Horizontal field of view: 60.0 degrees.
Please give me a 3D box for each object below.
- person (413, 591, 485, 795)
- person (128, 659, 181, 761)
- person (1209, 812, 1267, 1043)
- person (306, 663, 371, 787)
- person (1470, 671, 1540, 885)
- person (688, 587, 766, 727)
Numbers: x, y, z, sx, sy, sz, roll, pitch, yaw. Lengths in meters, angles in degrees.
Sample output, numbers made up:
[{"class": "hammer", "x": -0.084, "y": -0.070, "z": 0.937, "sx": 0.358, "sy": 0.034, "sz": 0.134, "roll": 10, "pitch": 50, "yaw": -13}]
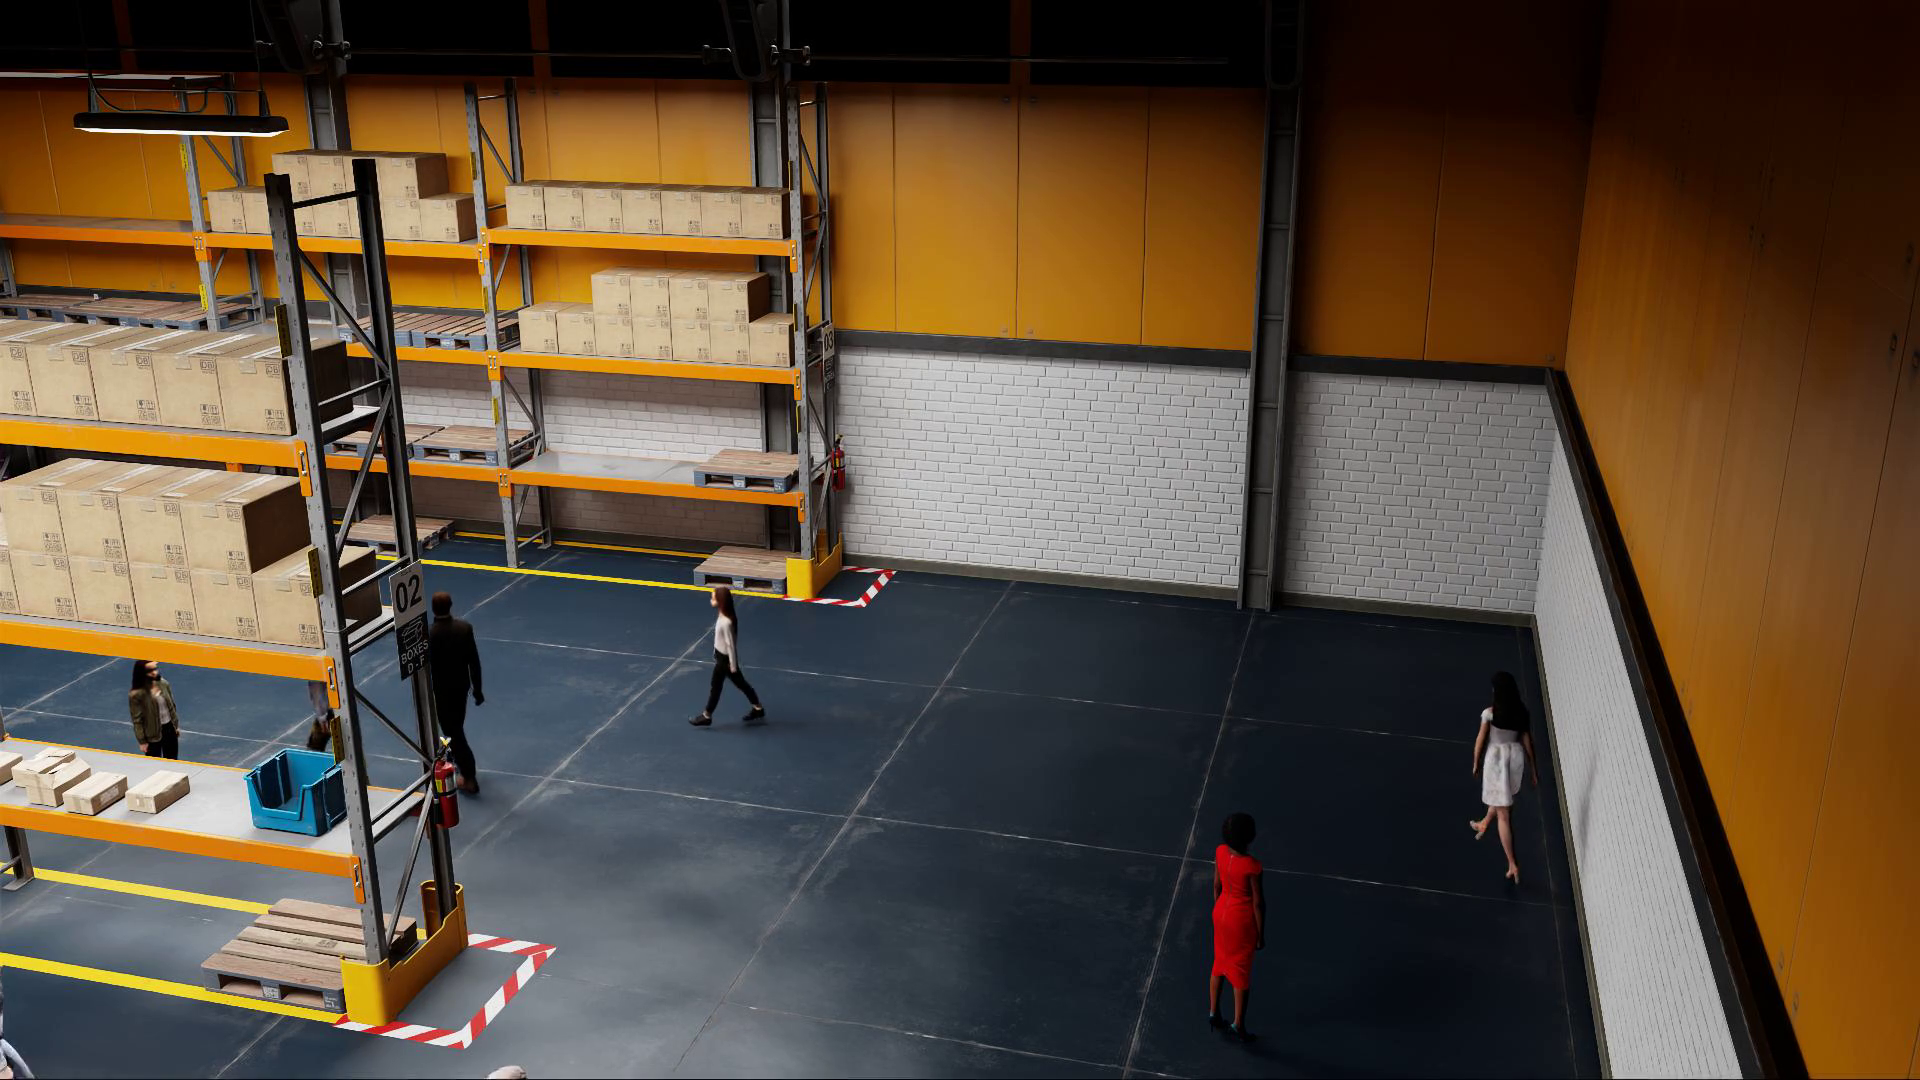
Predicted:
[{"class": "person", "x": -4.612, "y": 1.418, "z": 15.175, "sx": 1.338, "sy": 1.857, "sz": 1.099, "roll": 17, "pitch": 25, "yaw": 42}, {"class": "person", "x": -7.177, "y": 1.723, "z": 14.867, "sx": 0.553, "sy": 1.475, "sz": 0.605, "roll": 8, "pitch": 20, "yaw": 23}, {"class": "person", "x": 1.914, "y": 2.688, "z": 11.581, "sx": 0.700, "sy": 1.744, "sz": 0.603, "roll": -16, "pitch": 24, "yaw": -39}, {"class": "person", "x": -5.509, "y": 1.559, "z": 14.868, "sx": 0.916, "sy": 1.785, "sz": 0.718, "roll": 6, "pitch": 19, "yaw": 16}, {"class": "person", "x": 4.494, "y": 1.991, "z": 13.691, "sx": 1.188, "sy": 1.717, "sz": 0.980, "roll": -1, "pitch": 19, "yaw": -2}, {"class": "person", "x": -2.242, "y": 1.172, "z": 16.547, "sx": 1.070, "sy": 1.448, "sz": 0.834, "roll": -4, "pitch": 19, "yaw": -11}]
